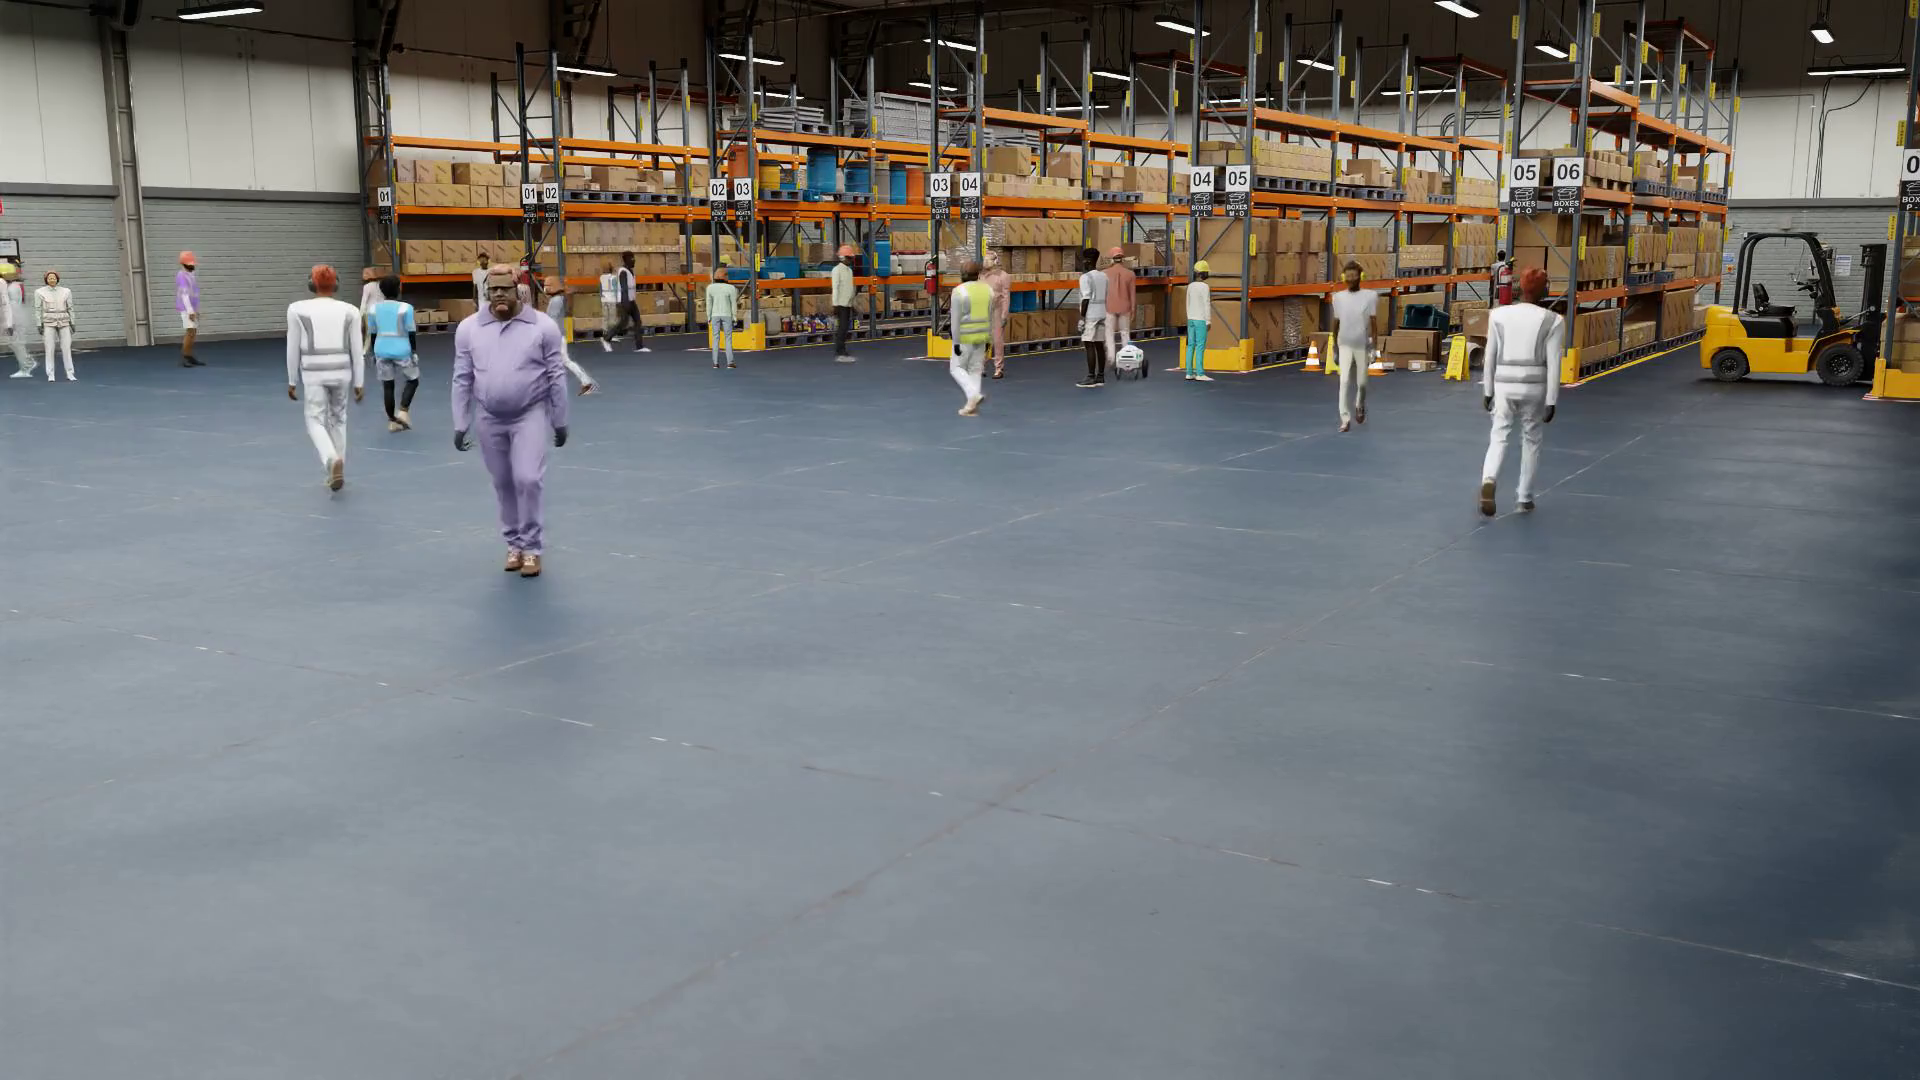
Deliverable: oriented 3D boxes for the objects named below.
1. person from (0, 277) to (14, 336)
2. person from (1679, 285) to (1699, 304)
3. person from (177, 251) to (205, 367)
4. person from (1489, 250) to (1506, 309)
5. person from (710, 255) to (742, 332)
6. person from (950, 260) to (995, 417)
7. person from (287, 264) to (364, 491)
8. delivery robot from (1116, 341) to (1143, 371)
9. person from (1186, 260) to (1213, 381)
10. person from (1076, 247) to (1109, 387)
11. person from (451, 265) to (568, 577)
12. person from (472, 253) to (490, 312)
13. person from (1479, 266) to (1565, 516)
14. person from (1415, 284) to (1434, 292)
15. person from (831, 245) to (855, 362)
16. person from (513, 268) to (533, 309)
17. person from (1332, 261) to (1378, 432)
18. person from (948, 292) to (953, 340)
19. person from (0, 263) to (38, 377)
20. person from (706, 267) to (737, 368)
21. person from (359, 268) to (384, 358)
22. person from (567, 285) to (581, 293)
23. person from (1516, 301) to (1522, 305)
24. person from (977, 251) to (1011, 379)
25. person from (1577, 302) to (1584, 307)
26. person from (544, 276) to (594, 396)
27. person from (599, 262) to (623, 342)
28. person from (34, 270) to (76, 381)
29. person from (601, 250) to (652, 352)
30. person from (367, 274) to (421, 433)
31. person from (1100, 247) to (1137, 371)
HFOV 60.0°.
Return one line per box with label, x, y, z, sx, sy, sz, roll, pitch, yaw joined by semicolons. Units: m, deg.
person;-13.356;-2.960;22.778;0.836;1.863;0.665;8;13;37
person;17.225;-5.928;39.203;0.619;1.927;1.060;-2;10;-11
person;-12.617;-3.774;27.264;0.410;1.899;0.608;-1;10;-8
person;12.833;-5.943;39.500;0.509;1.860;0.334;3;11;17
person;-4.696;-4.817;33.384;0.612;1.781;0.930;6;12;29
person;0.144;-2.325;19.312;0.632;1.827;0.517;-7;13;-36
person;-5.131;-1.306;13.511;0.582;1.866;0.765;-7;12;-34
delivery robot;2.549;-2.739;24.932;0.477;0.478;0.707;2;10;12
person;3.531;-3.224;24.517;0.319;1.769;0.523;-5;11;-26
person;1.863;-3.138;23.474;0.371;1.966;0.608;8;13;37
person;-2.760;-0.716;10.112;0.673;1.883;0.703;0;10;0
person;-9.110;-4.596;32.040;0.542;1.819;0.956;-2;10;-11
person;4.121;-1.082;12.272;0.590;1.864;0.805;6;12;32
person;12.222;-6.734;43.409;0.849;2.000;0.687;9;13;41
person;-1.980;-4.042;28.473;0.393;1.994;0.617;4;11;22
person;-7.221;-3.626;27.153;0.545;1.623;0.376;1;10;7
person;4.294;-2.110;18.069;0.522;1.843;0.728;3;11;17
person;-0.006;-4.626;32.700;0.536;1.648;0.861;4;11;21
person;-14.315;-3.321;25.158;0.366;1.725;0.503;-5;11;-27
person;-3.859;-3.597;26.977;0.507;1.631;0.266;1;10;7
person;-10.221;-3.895;28.728;0.818;1.589;0.526;2;10;9
person;-8.602;-5.516;37.463;0.528;1.733;0.845;7;12;35
person;14.490;-6.556;42.694;0.370;1.940;0.627;5;11;25
person;0.440;-3.380;24.984;0.641;1.913;0.408;6;12;30
person;13.444;-5.387;36.454;0.563;1.833;0.419;2;10;12
person;-5.278;-2.686;21.985;0.801;1.606;0.512;-4;11;-20
person;-7.221;-4.900;34.263;0.519;1.637;0.309;7;12;35
person;-13.301;-3.147;24.465;0.517;1.635;0.312;-9;13;-40
person;-6.243;-4.442;30.993;0.872;1.895;0.595;1;10;6
person;-6.042;-1.986;17.781;0.551;1.685;0.367;1;10;6
person;2.494;-3.652;26.373;0.621;1.963;0.613;0;10;-1
